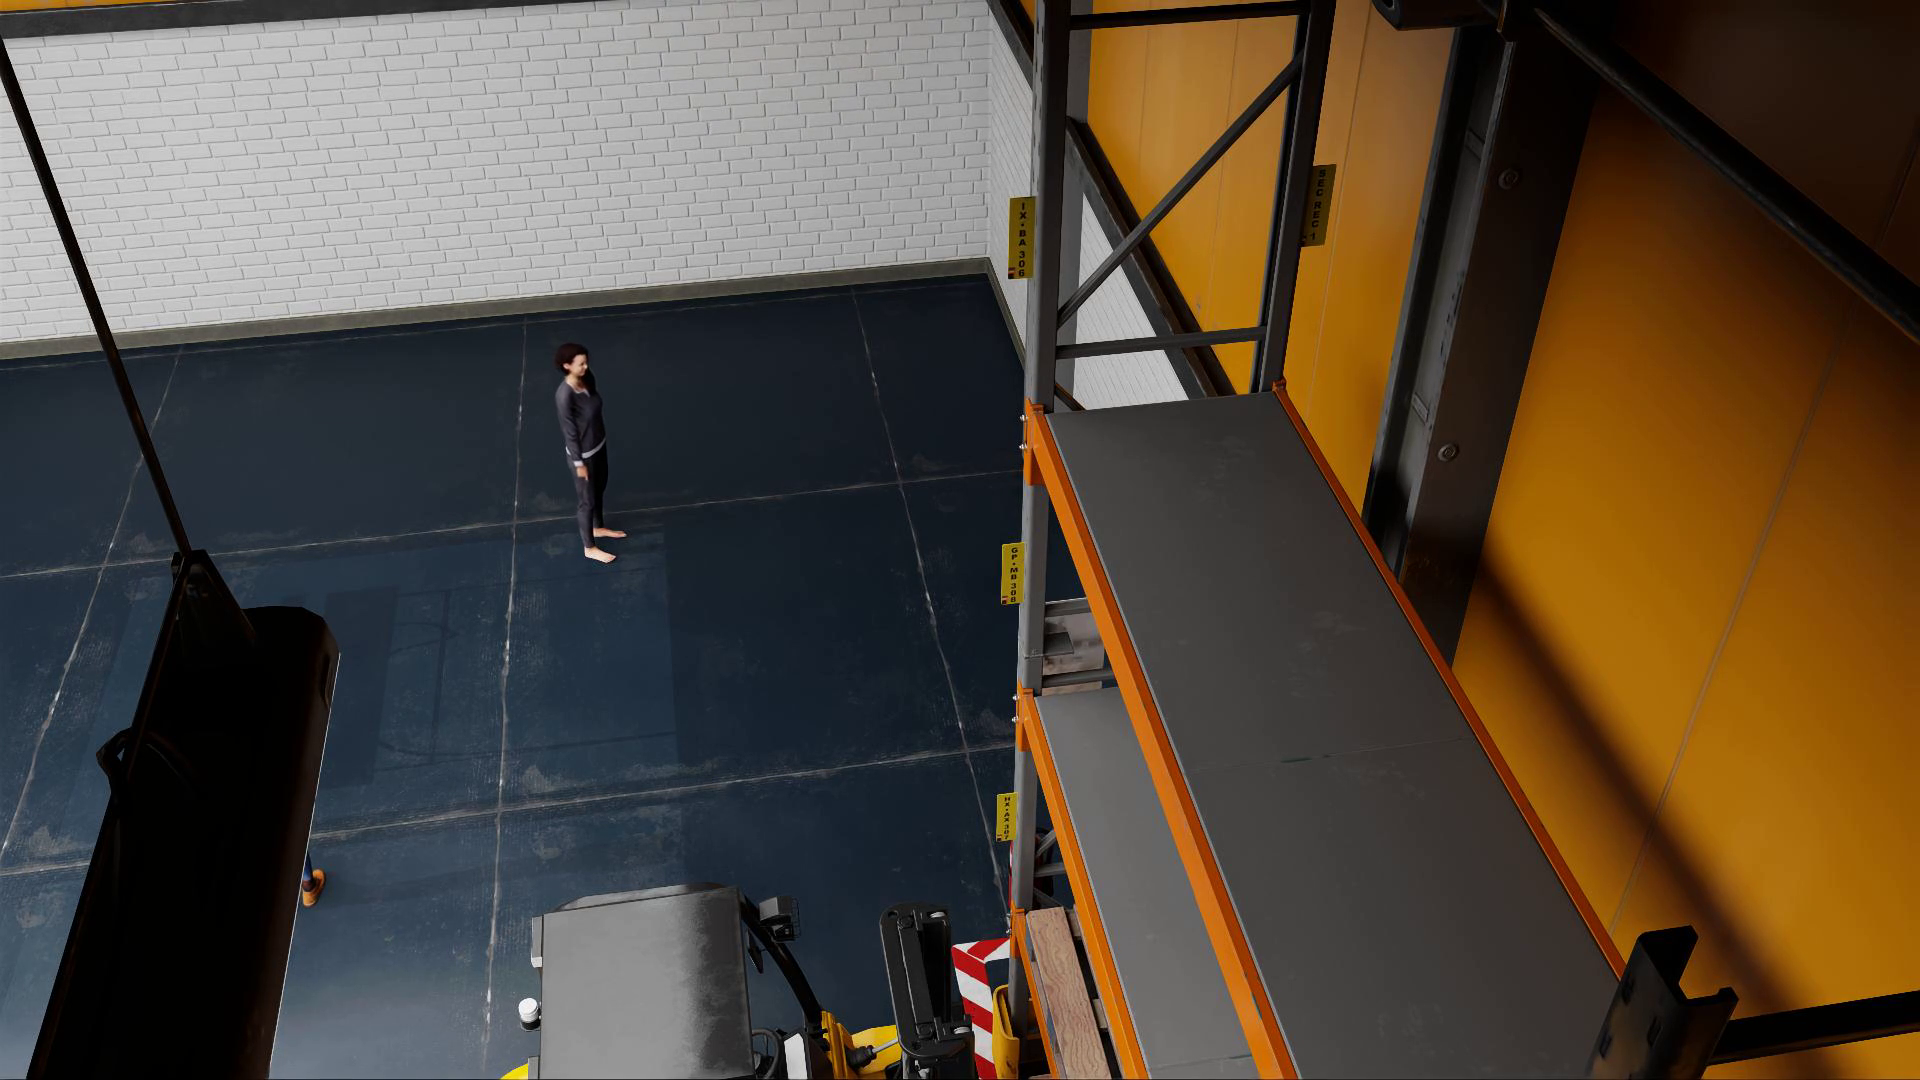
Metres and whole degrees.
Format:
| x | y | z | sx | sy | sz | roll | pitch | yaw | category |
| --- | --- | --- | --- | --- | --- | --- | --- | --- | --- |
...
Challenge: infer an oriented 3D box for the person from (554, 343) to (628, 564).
| x | y | z | sx | sy | sz | roll | pitch | yaw | category |
| --- | --- | --- | --- | --- | --- | --- | --- | --- | --- |
| -2.717 | -0.657 | 12.041 | 0.731 | 1.772 | 0.570 | 5 | 39 | 6 | person |
